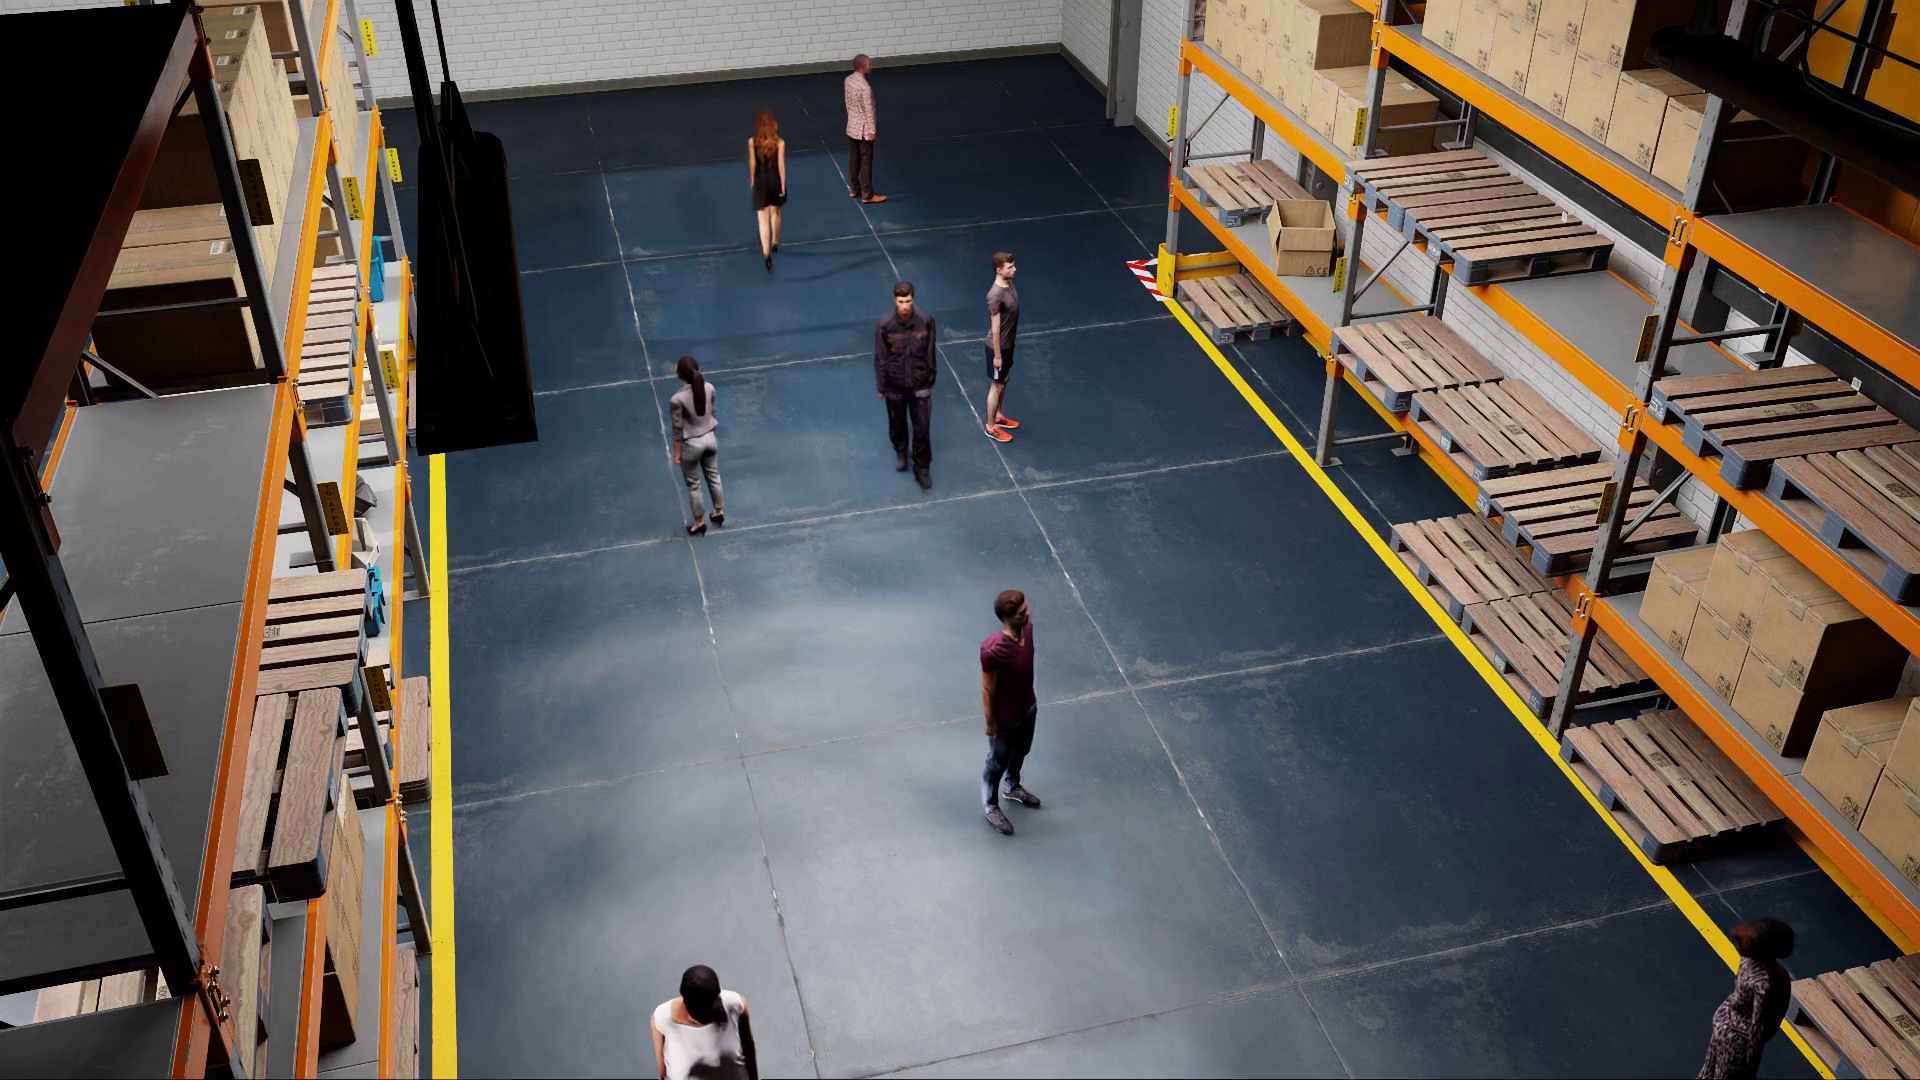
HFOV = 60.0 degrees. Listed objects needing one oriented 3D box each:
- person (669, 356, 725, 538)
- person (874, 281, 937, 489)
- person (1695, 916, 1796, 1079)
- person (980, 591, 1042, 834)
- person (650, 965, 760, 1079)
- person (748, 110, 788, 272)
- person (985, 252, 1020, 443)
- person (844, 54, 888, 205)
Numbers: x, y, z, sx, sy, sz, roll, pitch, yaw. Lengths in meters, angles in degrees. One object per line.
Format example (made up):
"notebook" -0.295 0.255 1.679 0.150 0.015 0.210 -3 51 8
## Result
"person" -2.236 -0.795 14.127 0.737 1.677 0.719 29 43 36
"person" -0.490 -1.484 14.945 0.816 1.919 1.072 -4 34 -6
"person" 4.163 2.657 8.902 0.736 1.711 0.649 7 34 11
"person" 0.333 1.099 11.113 0.769 1.858 0.741 23 40 30
"person" -1.310 2.803 8.740 0.701 1.647 1.091 -11 35 -16
"person" -2.168 -3.882 18.659 0.683 1.800 1.157 -3 34 -5
"person" 0.384 -1.824 15.517 0.796 1.852 0.674 10 35 14
"person" -1.215 -5.056 20.416 0.821 1.811 0.662 -21 39 -29
